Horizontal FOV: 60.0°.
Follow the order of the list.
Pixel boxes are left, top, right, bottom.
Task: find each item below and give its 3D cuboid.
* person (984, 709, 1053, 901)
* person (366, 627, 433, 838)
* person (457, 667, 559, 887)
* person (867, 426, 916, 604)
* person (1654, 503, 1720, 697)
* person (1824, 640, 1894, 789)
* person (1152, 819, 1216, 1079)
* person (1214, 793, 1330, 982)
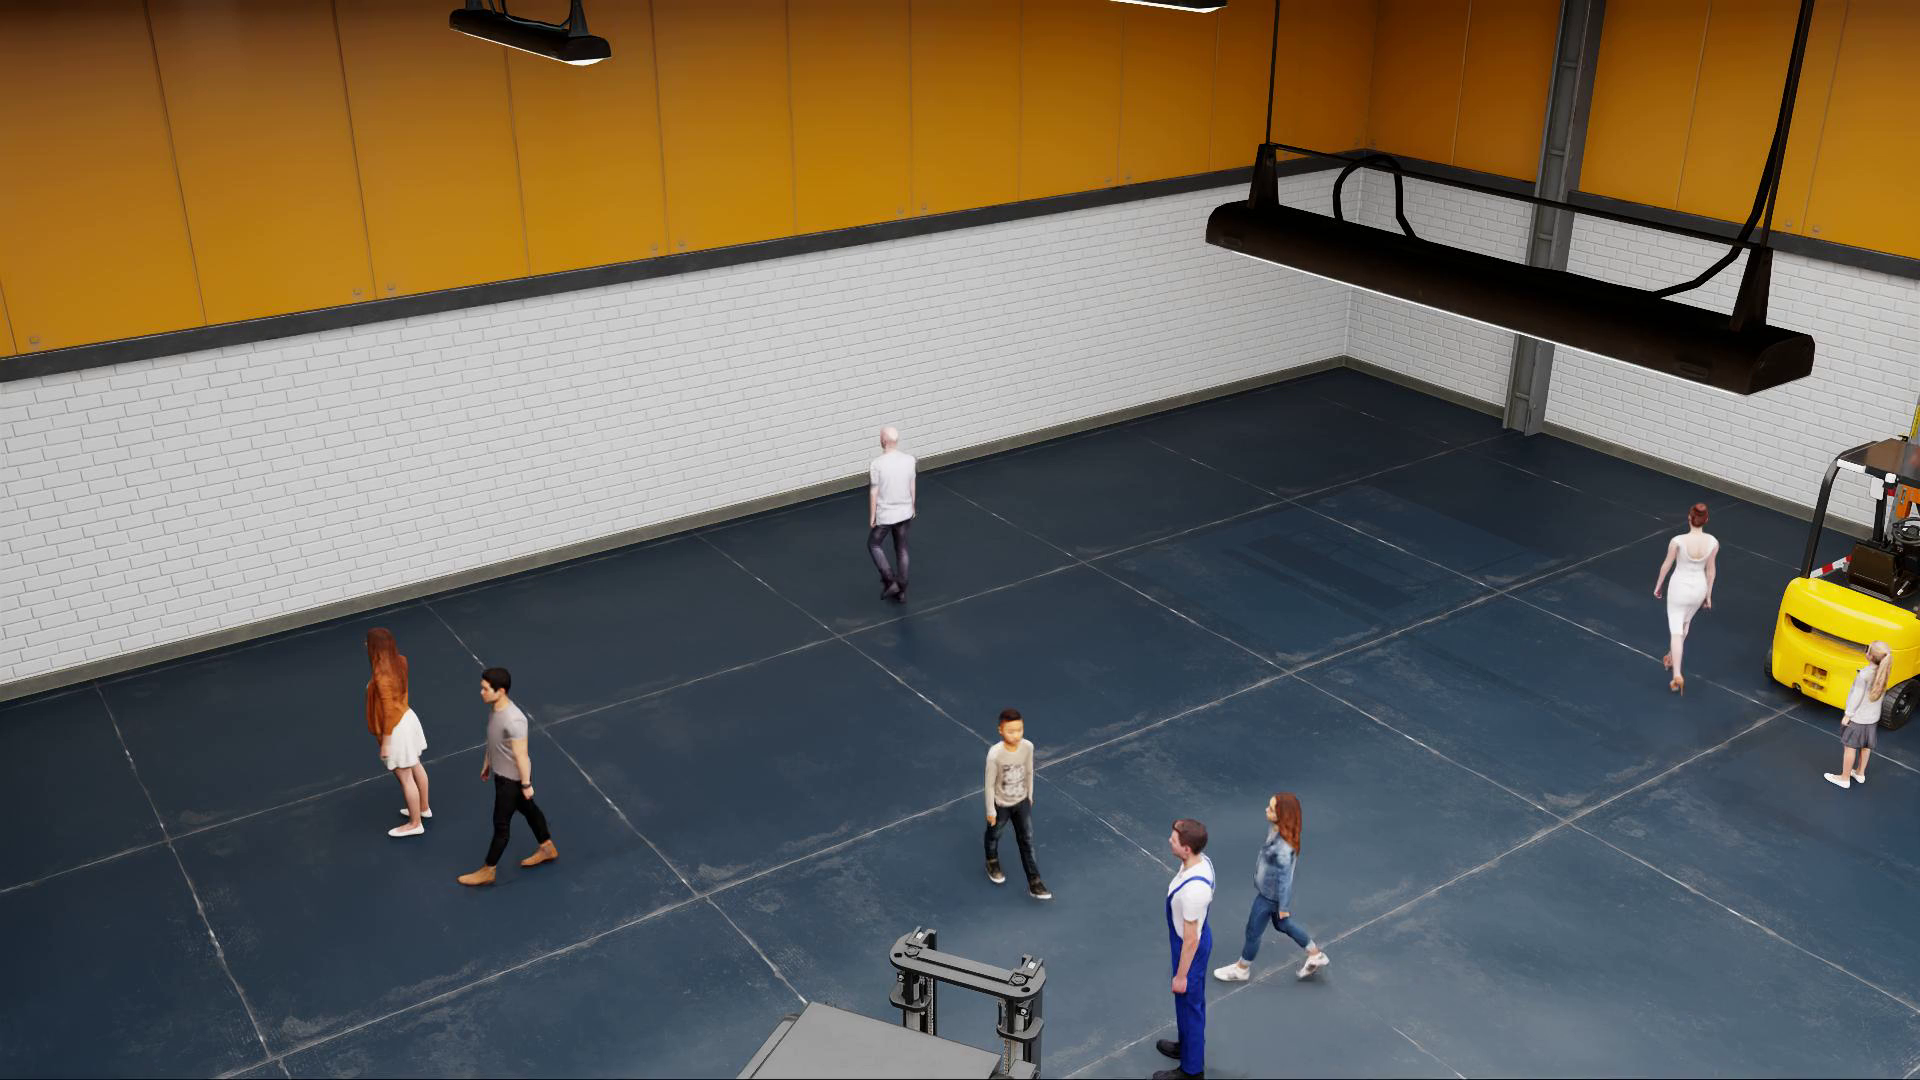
[{"bbox_3d":[0.316,1.846,11.999,0.681,1.438,0.964,-11,26,-23],"label":"person"},{"bbox_3d":[-4.243,1.432,12.591,0.779,1.723,0.694,1,24,2],"label":"person"},{"bbox_3d":[-3.173,1.671,12.081,0.747,1.692,0.953,-13,27,-27],"label":"person"},{"bbox_3d":[-0.628,-0.204,16.213,0.719,1.819,0.708,-12,26,-26],"label":"person"},{"bbox_3d":[6.369,0.545,14.559,0.891,1.771,0.963,3,24,7],"label":"person"},{"bbox_3d":[7.211,1.375,13.278,0.552,1.275,0.566,-10,26,-22],"label":"person"},{"bbox_3d":[1.384,2.484,10.026,0.770,1.849,0.722,6,24,13],"label":"person"},{"bbox_3d":[2.137,2.302,10.937,1.004,1.453,0.990,2,24,4],"label":"person"}]
